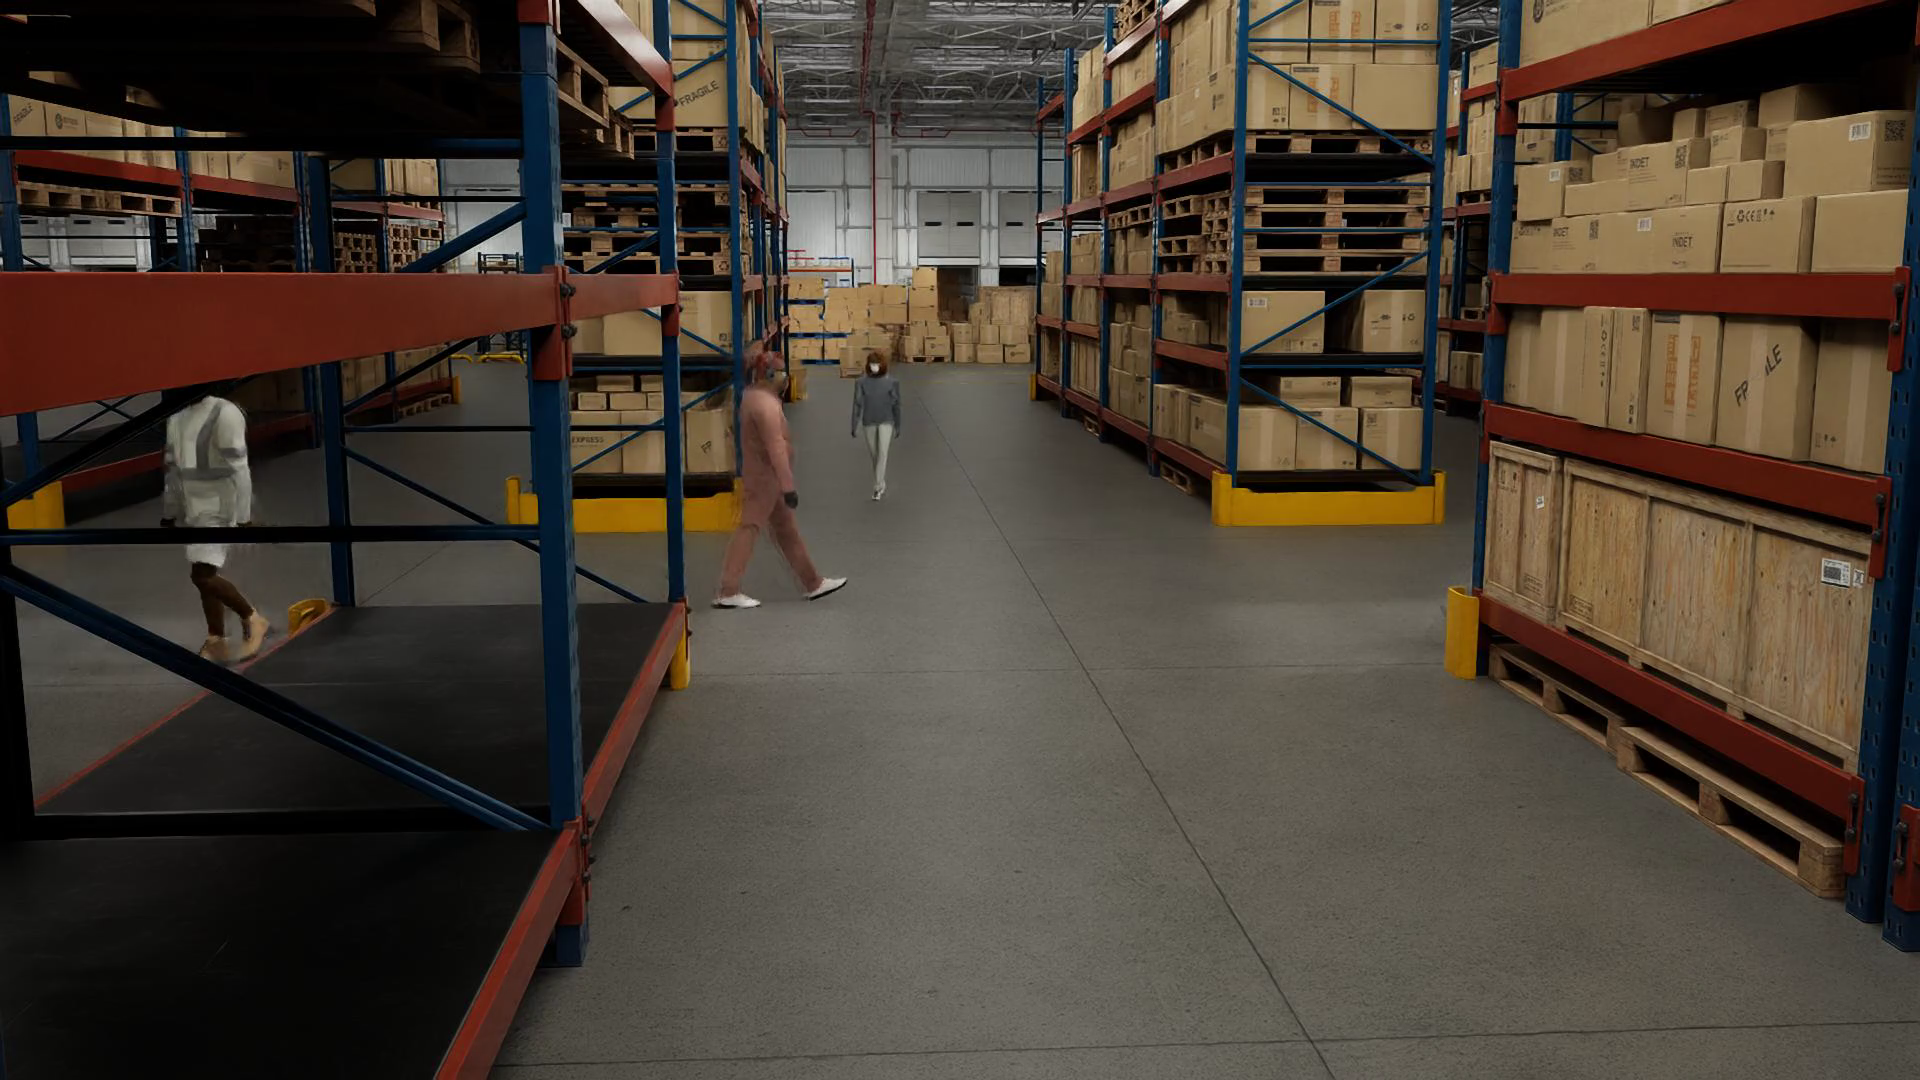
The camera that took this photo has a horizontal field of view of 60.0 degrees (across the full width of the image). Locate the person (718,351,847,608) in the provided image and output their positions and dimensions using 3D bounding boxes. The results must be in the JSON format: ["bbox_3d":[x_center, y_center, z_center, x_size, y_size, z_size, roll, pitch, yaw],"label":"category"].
[{"bbox_3d":[-1.320,-0.429,12.020,0.981,1.851,0.673,-2,9,-12],"label":"person"}]

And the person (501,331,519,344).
[{"bbox_3d":[-15.653,-7.718,57.651,0.544,1.899,0.630,3,10,18],"label":"person"}]

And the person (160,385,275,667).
[{"bbox_3d":[-4.526,-0.185,9.991,0.645,2.020,0.487,7,12,38],"label":"person"}]

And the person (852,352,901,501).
[{"bbox_3d":[-0.898,-1.247,18.008,0.510,1.590,0.872,1,9,9],"label":"person"}]

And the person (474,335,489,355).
[{"bbox_3d":[-14.392,-6.474,50.022,0.516,1.843,0.326,2,9,13],"label":"person"}]
